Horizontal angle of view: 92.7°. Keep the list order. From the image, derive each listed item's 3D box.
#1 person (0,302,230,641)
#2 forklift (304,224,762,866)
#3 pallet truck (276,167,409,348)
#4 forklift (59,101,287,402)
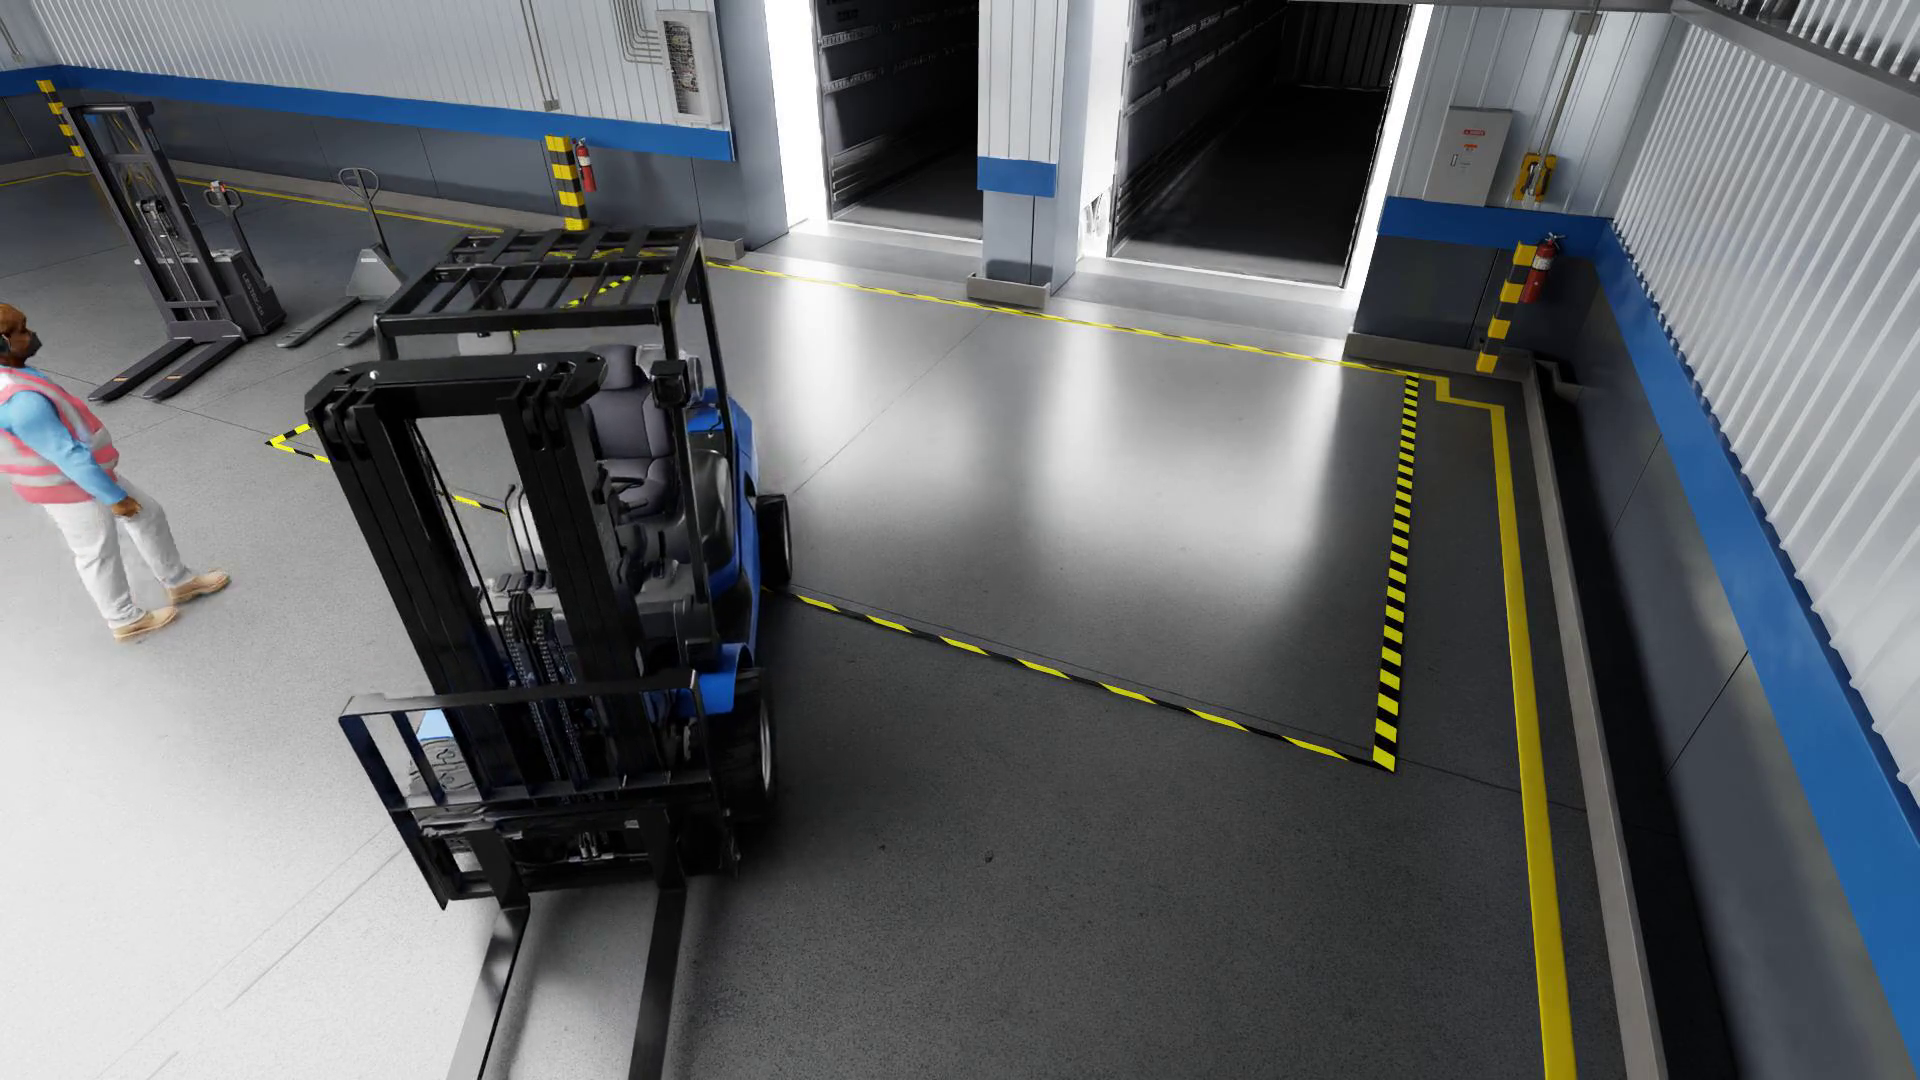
[{"bbox_3d":[-4.380,-0.322,4.629,0.653,1.821,0.582,27,43,33],"label":"person"},{"bbox_3d":[-1.567,-0.218,4.022,1.157,2.036,2.680,-4,35,-6],"label":"forklift"},{"bbox_3d":[-5.732,-2.611,8.414,0.680,1.201,1.601,-1,35,-1],"label":"pallet truck"},{"bbox_3d":[-6.686,-2.387,7.434,0.823,1.965,1.885,-3,35,-5],"label":"forklift"}]
